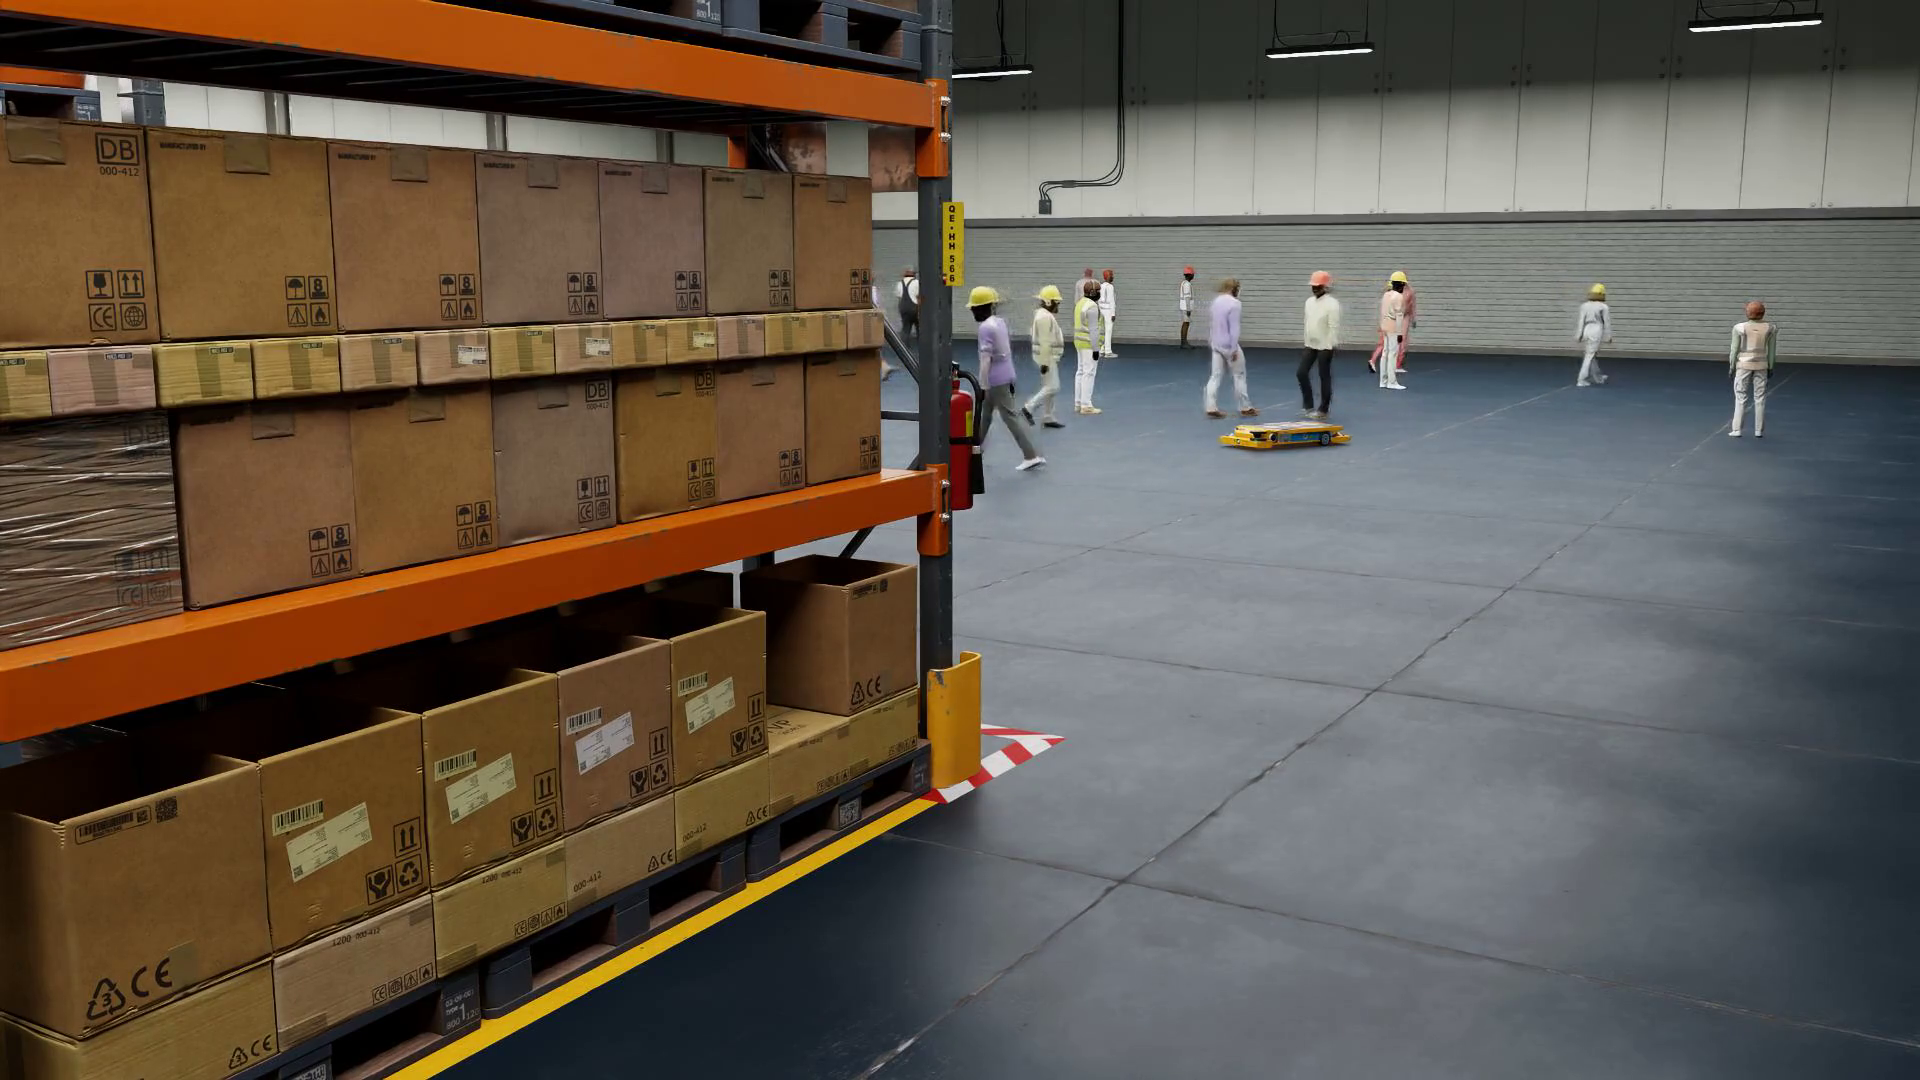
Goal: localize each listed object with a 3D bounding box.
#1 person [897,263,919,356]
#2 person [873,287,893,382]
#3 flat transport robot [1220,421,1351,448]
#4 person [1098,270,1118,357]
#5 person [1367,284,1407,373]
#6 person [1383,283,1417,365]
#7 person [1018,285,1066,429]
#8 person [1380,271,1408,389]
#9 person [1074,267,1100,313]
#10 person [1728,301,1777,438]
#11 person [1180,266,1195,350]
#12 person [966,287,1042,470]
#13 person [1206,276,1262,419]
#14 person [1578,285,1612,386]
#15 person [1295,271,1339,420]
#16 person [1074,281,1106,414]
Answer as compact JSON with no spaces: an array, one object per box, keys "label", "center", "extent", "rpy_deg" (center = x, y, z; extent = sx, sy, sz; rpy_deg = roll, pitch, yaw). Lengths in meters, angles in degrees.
[{"label":"person","center":[-0.956,-4.951,35.828],"extent":[0.705,2.000,0.807],"rpy_deg":[8,12,38]},{"label":"person","center":[-1.521,-3.576,27.857],"extent":[0.609,2.013,0.655],"rpy_deg":[4,10,22]},{"label":"flat transport robot","center":[3.755,-1.221,19.164],"extent":[1.431,0.197,0.652],"rpy_deg":[-6,11,-31]},{"label":"person","center":[3.186,-4.875,35.837],"extent":[0.349,1.884,0.584],"rpy_deg":[-4,10,-22]},{"label":"person","center":[7.965,-3.952,30.859],"extent":[0.804,1.738,0.527],"rpy_deg":[-5,11,-26]},{"label":"person","center":[8.852,-4.456,33.498],"extent":[0.693,1.857,0.967],"rpy_deg":[4,10,21]},{"label":"person","center":[1.053,-2.276,20.833],"extent":[0.512,1.818,0.597],"rpy_deg":[0,10,-1]},{"label":"person","center":[7.112,-3.432,27.279],"extent":[0.383,1.923,0.589],"rpy_deg":[-2,10,-10]},{"label":"person","center":[3.172,-5.810,41.278],"extent":[0.651,1.917,0.404],"rpy_deg":[1,10,6]},{"label":"person","center":[9.509,-2.043,19.979],"extent":[0.524,1.637,0.306],"rpy_deg":[2,10,9]},{"label":"person","center":[5.317,-5.413,38.822],"extent":[0.347,1.942,0.549],"rpy_deg":[0,10,1]},{"label":"person","center":[0.385,-1.633,16.942],"extent":[1.016,1.873,0.633],"rpy_deg":[2,10,11]},{"label":"person","center":[3.668,-2.572,22.293],"extent":[0.906,1.901,0.647],"rpy_deg":[-4,11,-24]},{"label":"person","center":[10.698,-3.433,27.936],"extent":[0.906,1.689,0.509],"rpy_deg":[-6,12,-33]},{"label":"person","center":[4.701,-2.568,22.057],"extent":[0.625,1.973,0.653],"rpy_deg":[-6,11,-31]},{"label":"person","center":[1.805,-2.663,23.040],"extent":[0.430,1.837,0.626],"rpy_deg":[-2,10,-13]}]
